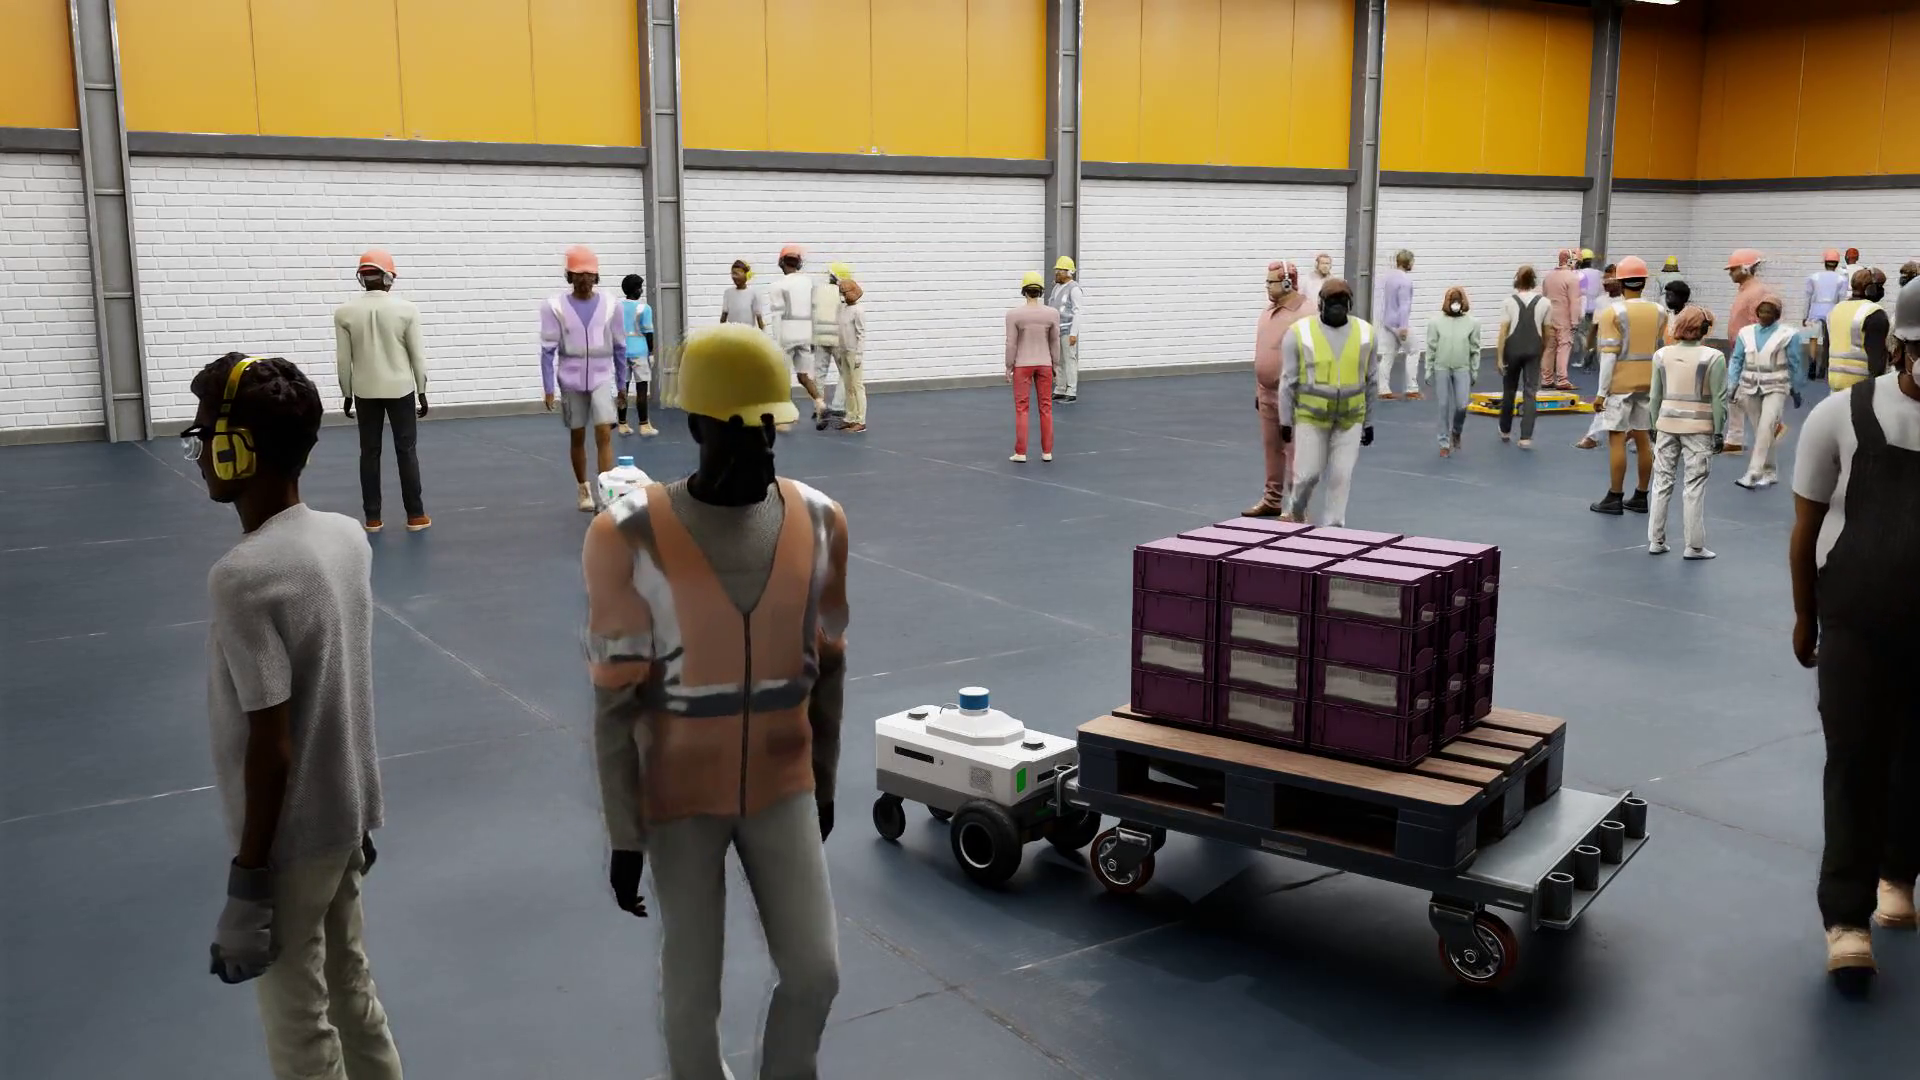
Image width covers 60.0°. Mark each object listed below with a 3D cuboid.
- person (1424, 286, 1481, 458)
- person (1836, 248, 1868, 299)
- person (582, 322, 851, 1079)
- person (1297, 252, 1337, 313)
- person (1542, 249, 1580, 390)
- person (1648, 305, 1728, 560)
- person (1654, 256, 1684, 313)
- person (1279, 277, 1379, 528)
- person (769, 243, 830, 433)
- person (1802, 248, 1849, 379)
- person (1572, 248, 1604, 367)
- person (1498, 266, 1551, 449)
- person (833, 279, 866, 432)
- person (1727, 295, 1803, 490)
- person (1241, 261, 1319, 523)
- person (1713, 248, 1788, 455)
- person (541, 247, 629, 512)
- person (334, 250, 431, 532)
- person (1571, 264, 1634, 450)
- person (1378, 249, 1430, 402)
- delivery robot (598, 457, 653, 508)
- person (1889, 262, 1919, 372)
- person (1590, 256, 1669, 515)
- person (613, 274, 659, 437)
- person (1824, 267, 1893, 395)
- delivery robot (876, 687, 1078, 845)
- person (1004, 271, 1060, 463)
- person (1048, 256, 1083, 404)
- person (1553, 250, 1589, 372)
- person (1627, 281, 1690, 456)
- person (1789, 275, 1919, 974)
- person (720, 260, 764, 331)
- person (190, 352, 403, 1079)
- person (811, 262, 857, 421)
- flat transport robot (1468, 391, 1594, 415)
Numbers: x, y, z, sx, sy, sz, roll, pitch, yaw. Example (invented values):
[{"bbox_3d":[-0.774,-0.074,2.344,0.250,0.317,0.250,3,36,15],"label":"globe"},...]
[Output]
[{"bbox_3d":[4.633,-1.580,15.685,0.507,1.619,0.383,2,11,12],"label":"person"},{"bbox_3d":[15.249,-4.056,28.545,0.573,1.882,0.356,-1,10,-5],"label":"person"},{"bbox_3d":[-0.462,0.515,3.419,0.588,1.911,0.484,-5,11,-26],"label":"person"},{"bbox_3d":[4.781,-2.898,22.198,0.640,1.877,0.805,1,10,4],"label":"person"},{"bbox_3d":[8.231,-3.002,22.698,0.401,1.907,0.648,-4,11,-19],"label":"person"},{"bbox_3d":[4.695,-0.690,10.758,0.307,1.639,0.513,-8,13,-37],"label":"person"},{"bbox_3d":[12.424,-4.102,29.174,0.491,1.744,0.295,5,12,26],"label":"person"},{"bbox_3d":[2.382,-0.795,10.821,0.640,1.826,0.559,0,10,-2],"label":"person"},{"bbox_3d":[-1.696,-2.103,17.489,0.634,2.013,0.720,-8,13,-38],"label":"person"},{"bbox_3d":[12.571,-3.273,24.185,0.560,1.917,0.810,5,12,27],"label":"person"},{"bbox_3d":[9.913,-3.653,26.299,0.584,1.900,0.698,-2,10,-9],"label":"person"},{"bbox_3d":[5.582,-1.814,16.527,0.498,1.785,1.008,2,10,10],"label":"person"},{"bbox_3d":[-1.168,-1.971,17.794,0.287,1.633,0.497,-6,12,-29],"label":"person"},{"bbox_3d":[6.613,-1.209,13.716,0.781,1.599,0.514,-7,12,-34],"label":"person"},{"bbox_3d":[2.339,-1.070,12.121,0.399,1.903,0.643,-5,11,-24],"label":"person"},{"bbox_3d":[7.502,-1.773,15.794,0.559,1.967,0.627,2,10,9],"label":"person"},{"bbox_3d":[-2.753,-1.145,12.267,0.640,1.991,1.017,-3,11,-18],"label":"person"},{"bbox_3d":[-4.060,-1.042,11.740,0.611,1.985,0.393,-1,10,-8],"label":"person"},{"bbox_3d":[6.456,-1.817,16.453,0.986,1.826,0.544,-5,12,-26],"label":"person"},{"bbox_3d":[5.647,-2.692,20.965,0.773,1.914,0.662,-1,10,-8],"label":"person"},{"bbox_3d":[-2.308,-0.335,11.526,0.477,0.478,0.707,-3,11,-17],"label":"delivery robot"},{"bbox_3d":[10.007,-2.053,17.764,0.901,1.803,0.660,1,10,4],"label":"person"},{"bbox_3d":[4.998,-1.152,12.478,0.547,1.934,0.376,-3,11,-16],"label":"person"},{"bbox_3d":[-3.417,-1.922,17.367,0.537,1.690,0.322,4,11,23],"label":"person"},{"bbox_3d":[7.019,-1.199,12.993,0.430,1.845,0.619,-1,10,-6],"label":"person"},{"bbox_3d":[0.046,0.741,5.627,0.707,0.478,0.477,9,14,41],"label":"delivery robot"},{"bbox_3d":[0.662,-1.590,15.346,0.533,1.768,0.310,-3,11,-14],"label":"person"},{"bbox_3d":[1.293,-2.630,20.850,0.404,1.836,0.599,-5,12,-26],"label":"person"},{"bbox_3d":[9.454,-3.555,25.840,0.551,1.867,0.961,9,14,40],"label":"person"},{"bbox_3d":[6.698,-1.607,15.699,0.790,1.655,0.531,-3,11,-17],"label":"person"},{"bbox_3d":[2.737,0.211,4.717,0.694,2.000,0.961,4,11,21],"label":"person"},{"bbox_3d":[-2.457,-2.208,18.589,0.526,1.827,0.943,7,12,32],"label":"person"},{"bbox_3d":[-1.264,0.583,3.149,0.312,1.869,0.538,0,10,2],"label":"person"},{"bbox_3d":[-1.438,-2.231,18.812,0.649,1.794,0.407,4,11,21],"label":"person"},{"bbox_3d":[6.697,-1.628,19.654,1.431,0.197,0.652,-4,11,-21],"label":"flat transport robot"}]
